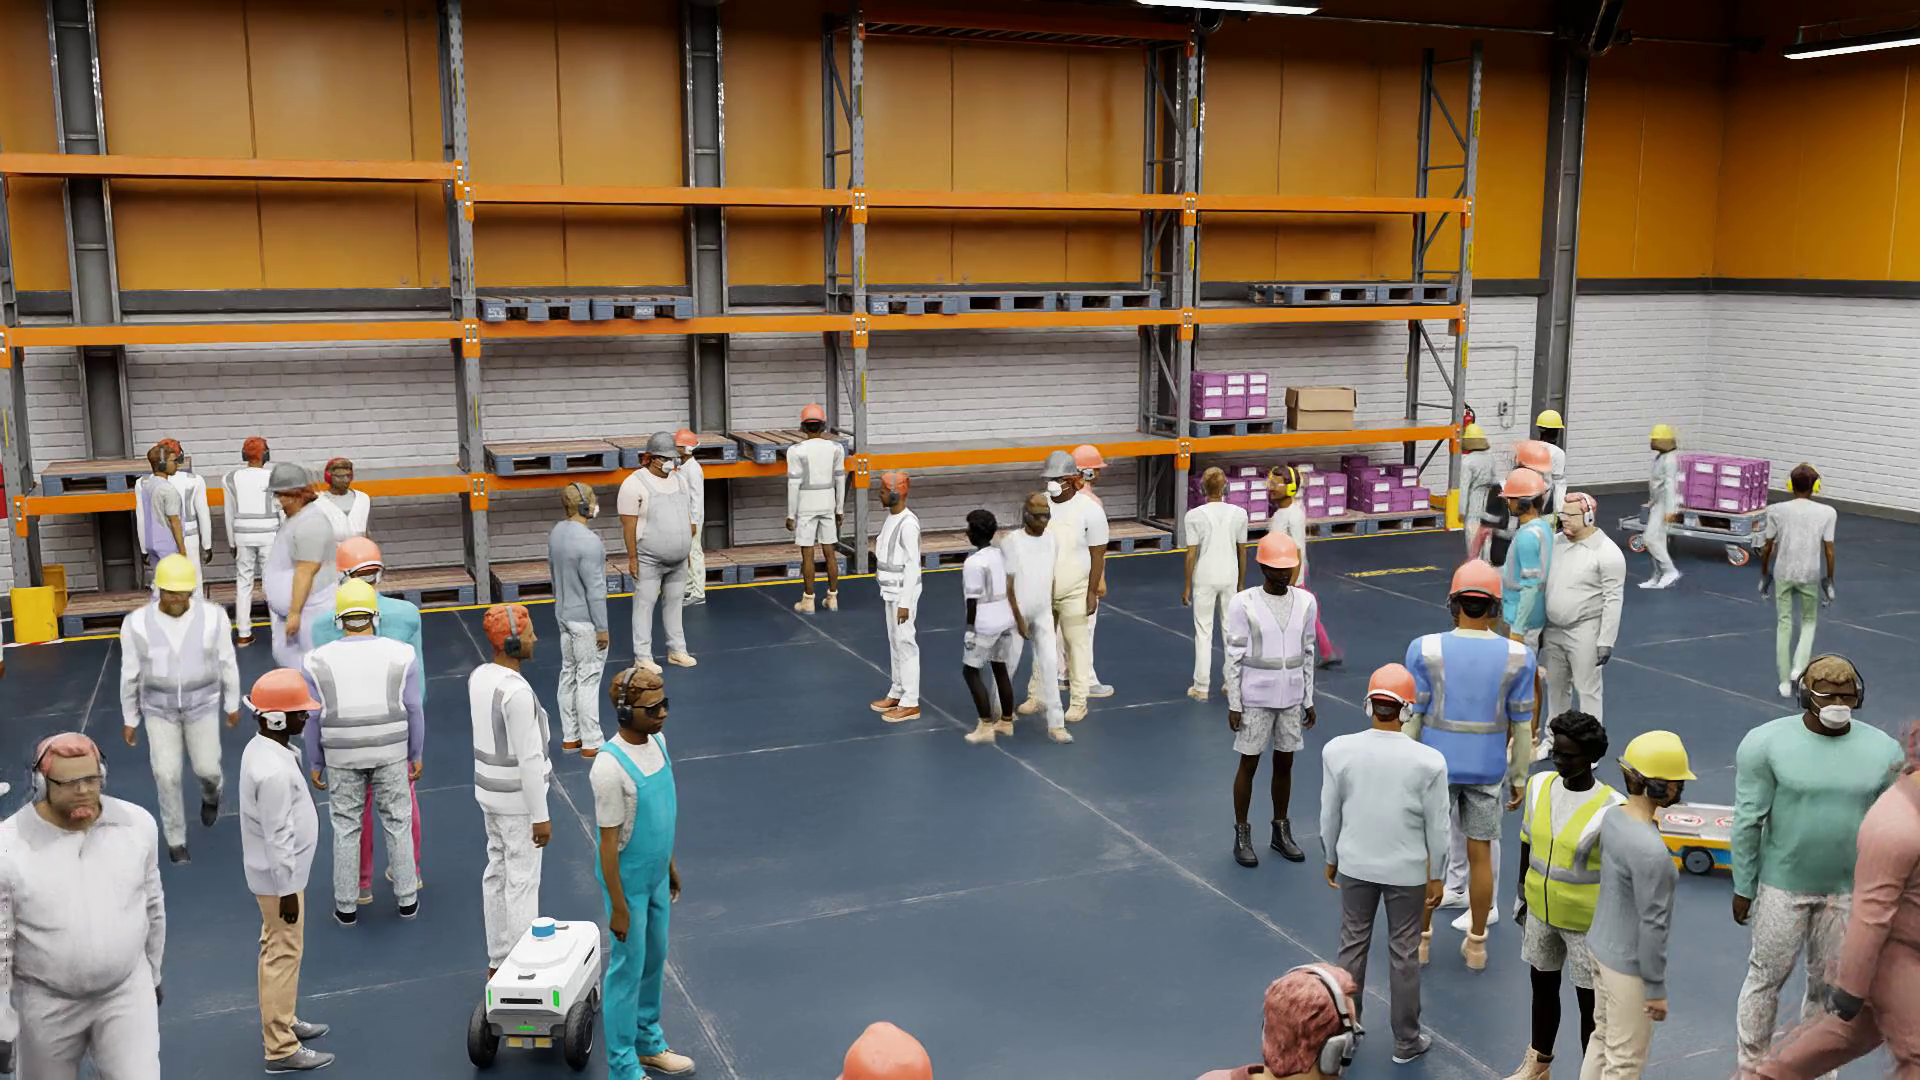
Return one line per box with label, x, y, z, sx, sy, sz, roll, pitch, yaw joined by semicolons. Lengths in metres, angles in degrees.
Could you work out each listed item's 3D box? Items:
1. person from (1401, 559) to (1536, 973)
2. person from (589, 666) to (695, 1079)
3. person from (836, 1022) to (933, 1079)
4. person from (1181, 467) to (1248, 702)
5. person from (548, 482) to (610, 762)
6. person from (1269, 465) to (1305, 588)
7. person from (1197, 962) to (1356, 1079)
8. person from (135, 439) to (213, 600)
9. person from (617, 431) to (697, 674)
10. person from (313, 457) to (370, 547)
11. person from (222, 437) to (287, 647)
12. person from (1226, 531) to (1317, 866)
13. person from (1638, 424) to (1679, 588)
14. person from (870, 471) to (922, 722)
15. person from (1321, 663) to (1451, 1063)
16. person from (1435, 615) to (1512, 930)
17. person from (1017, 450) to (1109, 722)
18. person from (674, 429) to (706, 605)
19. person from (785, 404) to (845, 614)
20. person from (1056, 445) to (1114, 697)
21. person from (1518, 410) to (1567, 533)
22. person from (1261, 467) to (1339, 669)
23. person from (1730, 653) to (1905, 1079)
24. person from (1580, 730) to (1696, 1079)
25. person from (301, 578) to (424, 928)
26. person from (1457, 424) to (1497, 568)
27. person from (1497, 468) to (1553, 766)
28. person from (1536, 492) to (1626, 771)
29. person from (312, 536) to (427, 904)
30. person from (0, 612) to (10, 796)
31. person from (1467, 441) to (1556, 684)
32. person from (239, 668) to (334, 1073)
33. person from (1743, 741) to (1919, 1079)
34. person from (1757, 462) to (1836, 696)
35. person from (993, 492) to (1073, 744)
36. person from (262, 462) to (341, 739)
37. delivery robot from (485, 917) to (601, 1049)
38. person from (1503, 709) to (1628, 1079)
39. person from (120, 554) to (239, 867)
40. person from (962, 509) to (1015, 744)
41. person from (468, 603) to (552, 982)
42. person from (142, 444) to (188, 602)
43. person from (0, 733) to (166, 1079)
person;2.455;1.102;8.116;0.611;2.029;0.409;1;10;8
person;-1.324;1.414;6.870;0.340;1.841;0.512;3;10;16
person;-0.160;1.970;3.886;0.563;1.751;0.342;-7;12;-37
person;1.979;0.353;12.966;0.507;1.838;0.351;-1;10;-8
person;-2.603;0.558;11.494;0.372;1.940;0.630;-8;13;-39
person;2.484;0.351;12.869;0.323;1.876;0.528;-1;10;-4
person;0.794;1.899;3.870;0.410;1.905;0.641;-8;13;-38
person;-6.870;0.050;14.573;0.585;1.882;0.337;-3;10;-19
person;-2.479;0.091;13.890;0.535;2.000;0.680;9;13;42
person;-5.075;0.232;13.644;0.389;1.844;0.563;8;13;39
person;-6.238;0.020;14.810;0.575;1.874;0.372;-1;10;-7
person;1.791;0.901;9.519;0.548;1.937;0.358;-3;10;-15
person;7.228;-0.340;17.245;0.354;1.728;0.511;2;10;9
person;-0.467;0.416;12.476;0.356;1.882;0.572;-3;10;-16
person;1.848;1.394;7.229;0.559;1.744;0.333;5;11;28
person;2.653;1.088;8.638;0.317;1.870;0.523;-3;10;-18
person;0.729;0.340;12.455;0.674;2.000;0.536;6;12;32
person;-2.721;-0.233;16.569;0.322;1.756;0.560;-4;11;-22
person;-1.416;-0.300;16.147;0.616;2.038;0.377;-6;12;-31
person;0.967;0.240;13.158;0.386;1.996;0.610;-5;11;-27
person;5.862;-0.346;16.734;0.370;1.925;0.594;-5;11;-26
person;2.763;0.240;13.943;0.899;1.724;0.532;6;12;33
person;3.409;1.397;6.662;0.633;1.939;0.368;1;10;6
person;2.522;1.567;6.212;0.339;1.761;0.529;1;10;6
person;-3.098;1.107;8.677;0.591;1.824;0.404;-3;10;-19
person;5.351;-0.339;17.257;0.514;1.731;0.363;-6;12;-32
person;3.839;0.523;11.398;0.395;2.038;0.615;5;11;26
person;4.127;0.622;11.215;0.400;1.907;0.645;-5;11;-25
person;-3.196;0.966;9.010;0.615;1.987;0.406;-9;13;-42
person;-6.374;0.739;10.503;0.593;1.922;0.392;-4;11;-22
person;4.569;0.172;13.569;0.655;1.974;0.996;-6;11;-29
person;-2.898;1.406;7.174;0.351;1.743;0.567;-5;11;-25
person;3.400;1.519;6.189;0.929;1.867;0.640;9;13;41
person;6.609;0.313;13.136;0.559;1.854;0.397;5;11;27
person;0.503;0.531;12.085;0.496;1.797;0.939;-4;11;-24
person;-4.709;0.430;11.934;0.540;2.000;0.701;-6;12;-33
delivery robot;-1.838;1.918;7.372;0.477;0.478;0.707;0;10;2
person;2.457;1.508;6.713;0.316;1.696;0.541;-6;11;-31
person;-4.514;0.945;9.642;0.621;1.809;0.582;-5;11;-25
person;0.198;0.617;11.927;0.371;1.671;0.546;6;11;30
person;-2.085;1.225;7.813;0.355;1.882;0.576;-8;13;-39
person;-6.884;0.089;14.469;0.507;1.844;0.345;7;12;36
person;-3.137;1.574;5.884;0.927;1.877;0.650;9;14;43
